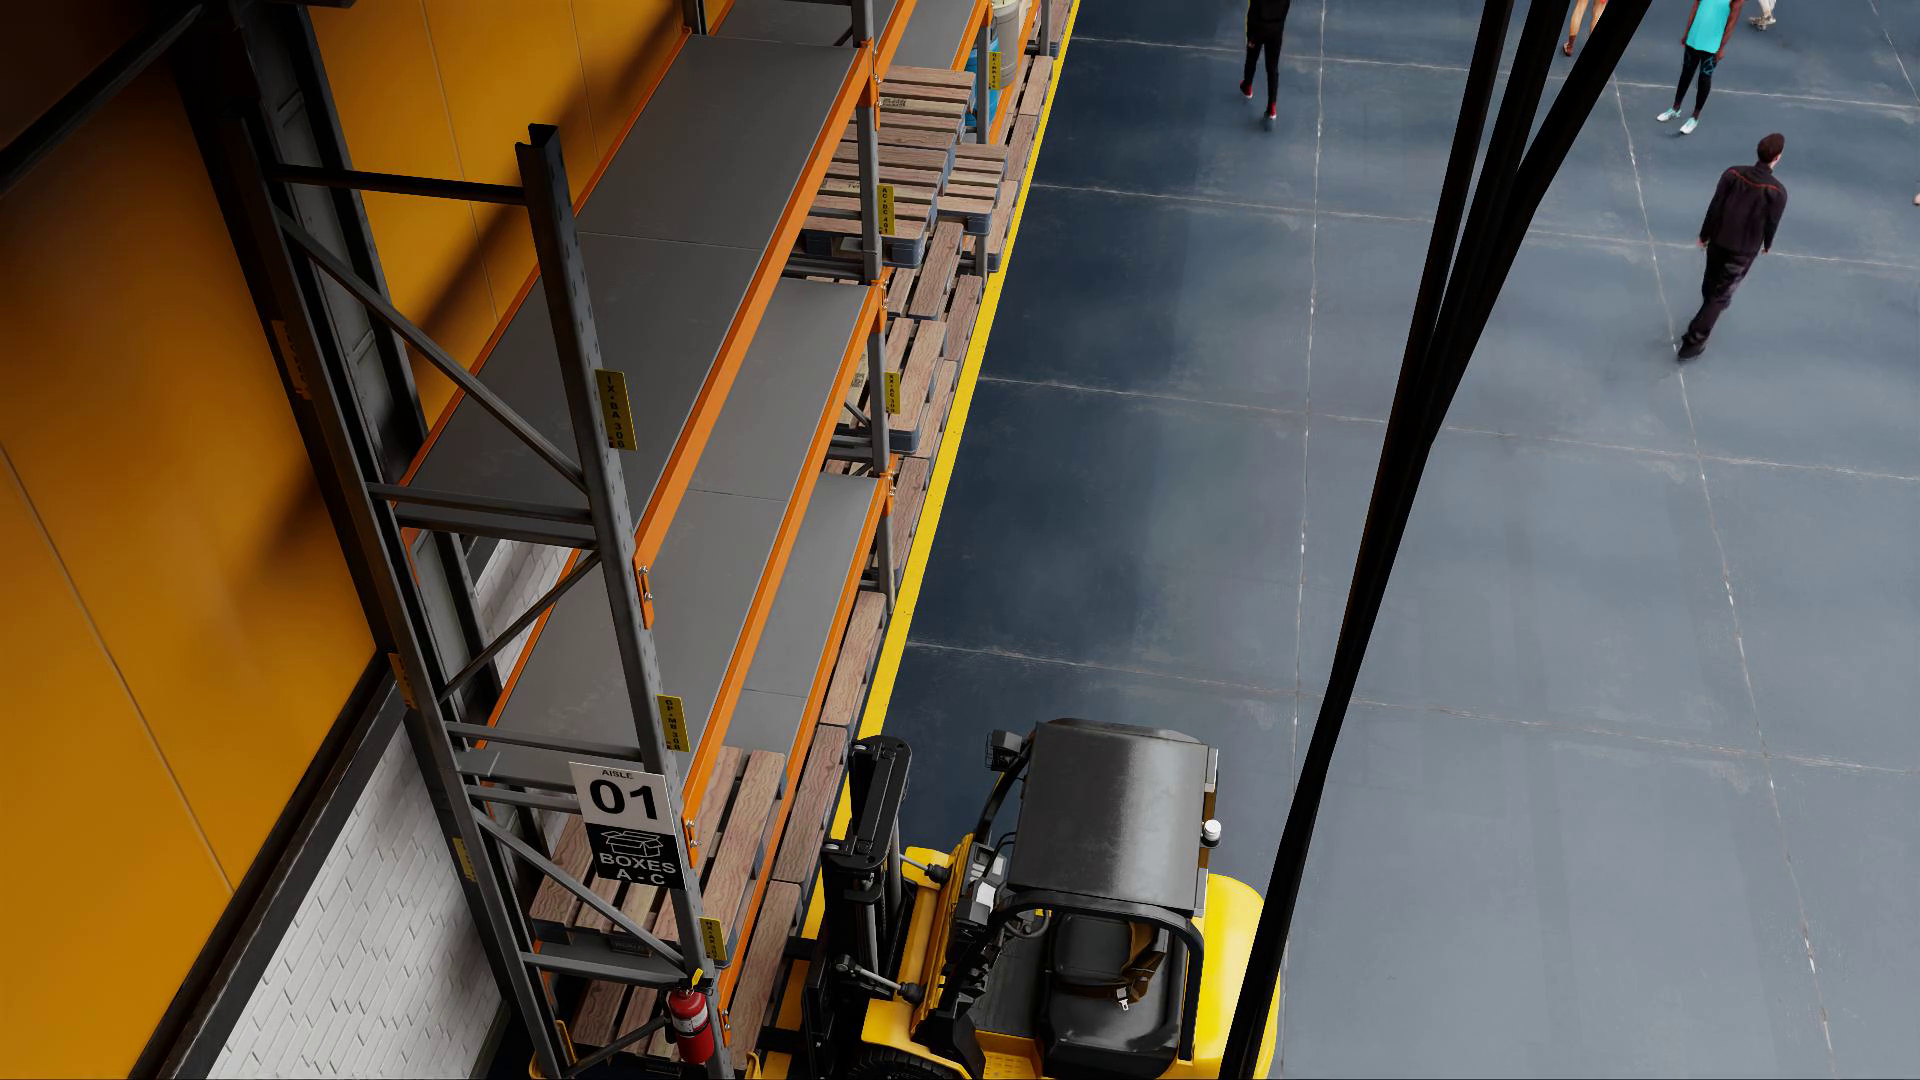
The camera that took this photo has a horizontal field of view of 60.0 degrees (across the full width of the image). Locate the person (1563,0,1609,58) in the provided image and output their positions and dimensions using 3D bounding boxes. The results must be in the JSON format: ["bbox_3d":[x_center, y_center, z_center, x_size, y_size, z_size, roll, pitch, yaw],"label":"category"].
[{"bbox_3d":[6.536,-5.772,17.024,0.619,1.719,0.578,14,45,14],"label":"person"}]

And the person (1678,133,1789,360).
[{"bbox_3d":[6.135,-2.305,13.272,1.259,1.875,1.180,-28,50,-26],"label":"person"}]

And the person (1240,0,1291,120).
[{"bbox_3d":[3.008,-4.880,16.146,0.832,1.639,1.176,-5,44,-5],"label":"person"}]

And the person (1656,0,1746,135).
[{"bbox_3d":[7.160,-4.785,15.922,0.743,1.810,0.680,-25,49,-24],"label":"person"}]
